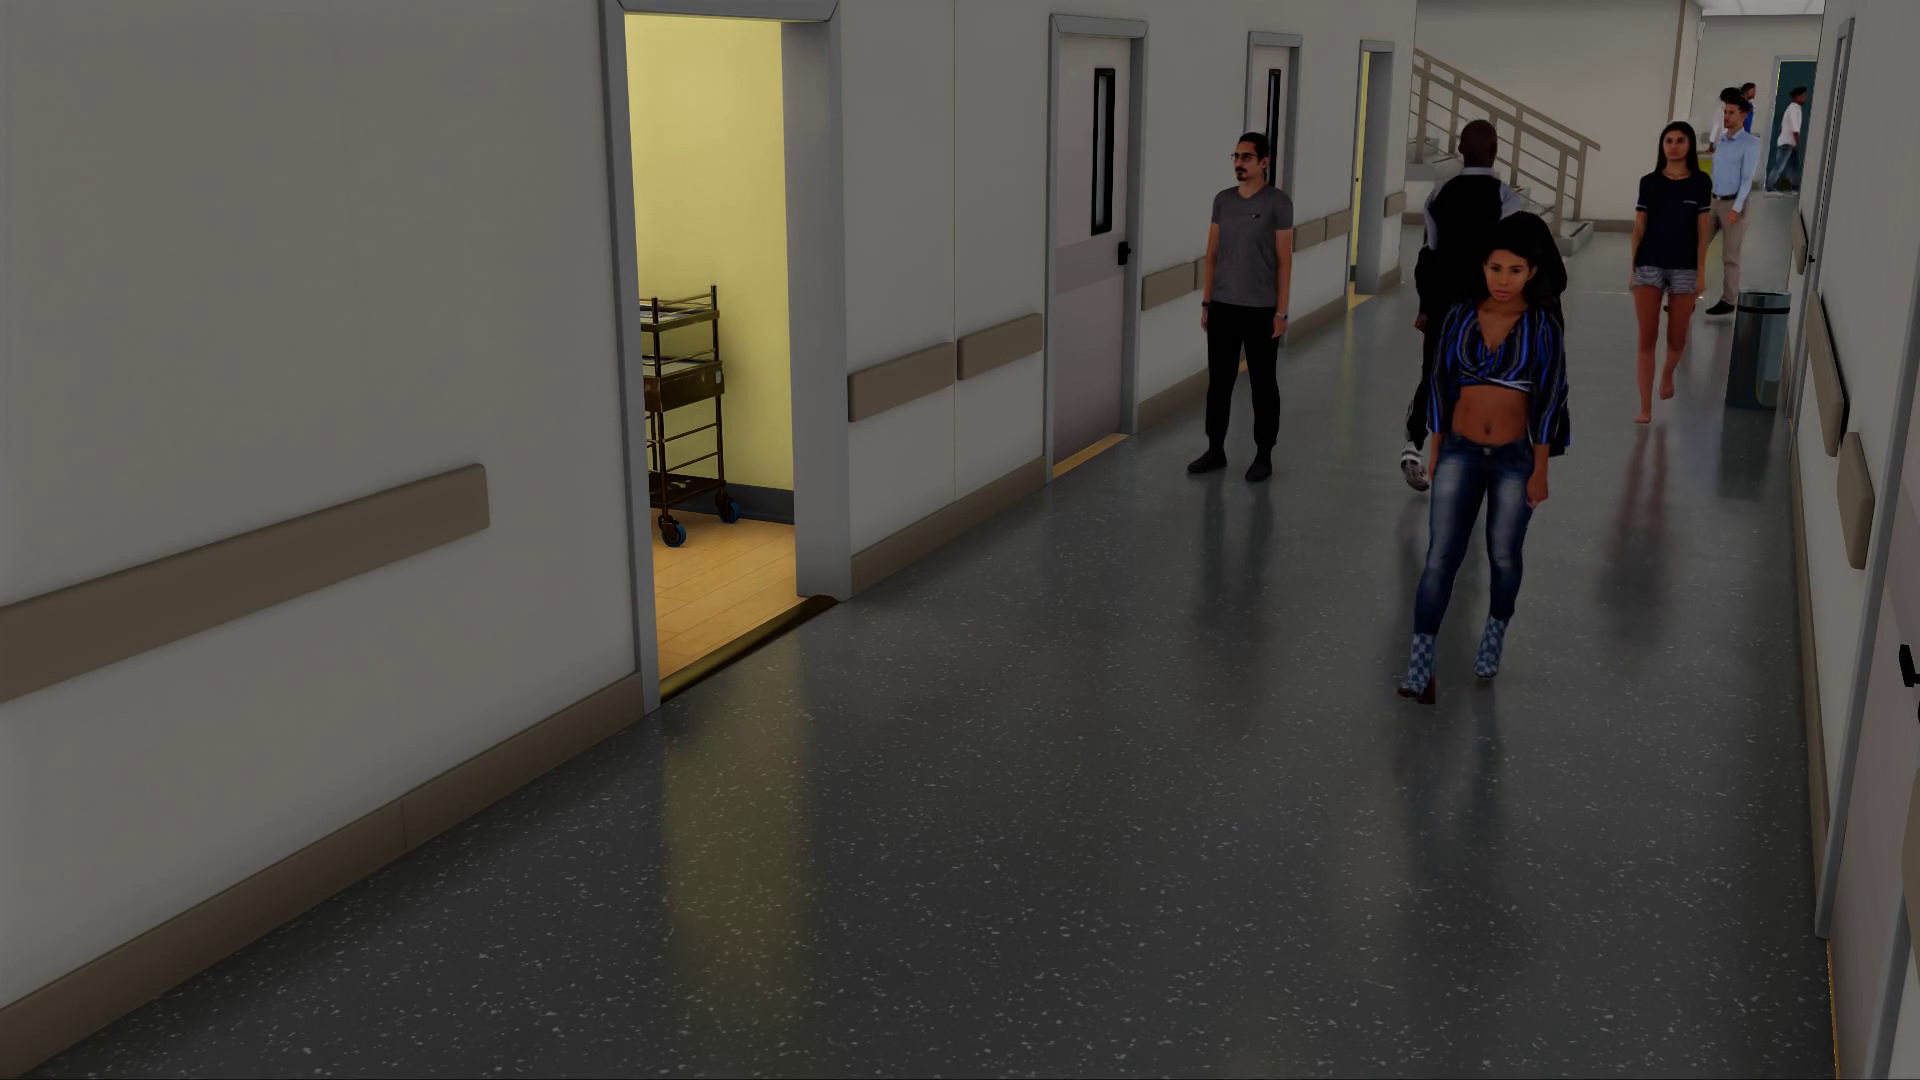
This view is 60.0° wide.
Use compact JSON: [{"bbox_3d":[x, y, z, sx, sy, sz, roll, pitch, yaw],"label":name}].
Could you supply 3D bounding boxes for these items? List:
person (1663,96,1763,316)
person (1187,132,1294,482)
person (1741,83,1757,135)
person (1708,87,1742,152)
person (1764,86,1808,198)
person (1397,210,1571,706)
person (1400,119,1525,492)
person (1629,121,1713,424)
[{"bbox_3d":[6.575,-2.800,14.110,1.008,1.816,0.981,-8,18,-26],"label":"person"},{"bbox_3d":[1.473,-1.203,8.561,0.518,1.754,0.716,11,19,33],"label":"person"},{"bbox_3d":[12.764,-6.575,27.443,1.010,1.848,0.801,15,22,43],"label":"person"},{"bbox_3d":[12.271,-6.384,26.890,0.927,1.780,0.970,-9,18,-30],"label":"person"},{"bbox_3d":[13.676,-6.600,27.656,0.943,1.780,0.688,9,18,29],"label":"person"},{"bbox_3d":[1.782,-0.258,5.516,0.930,1.587,0.731,9,18,29],"label":"person"},{"bbox_3d":[2.463,-1.145,8.249,1.134,1.810,0.893,11,19,35],"label":"person"},{"bbox_3d":[4.228,-1.583,9.923,0.871,1.746,0.636,8,17,25],"label":"person"}]
